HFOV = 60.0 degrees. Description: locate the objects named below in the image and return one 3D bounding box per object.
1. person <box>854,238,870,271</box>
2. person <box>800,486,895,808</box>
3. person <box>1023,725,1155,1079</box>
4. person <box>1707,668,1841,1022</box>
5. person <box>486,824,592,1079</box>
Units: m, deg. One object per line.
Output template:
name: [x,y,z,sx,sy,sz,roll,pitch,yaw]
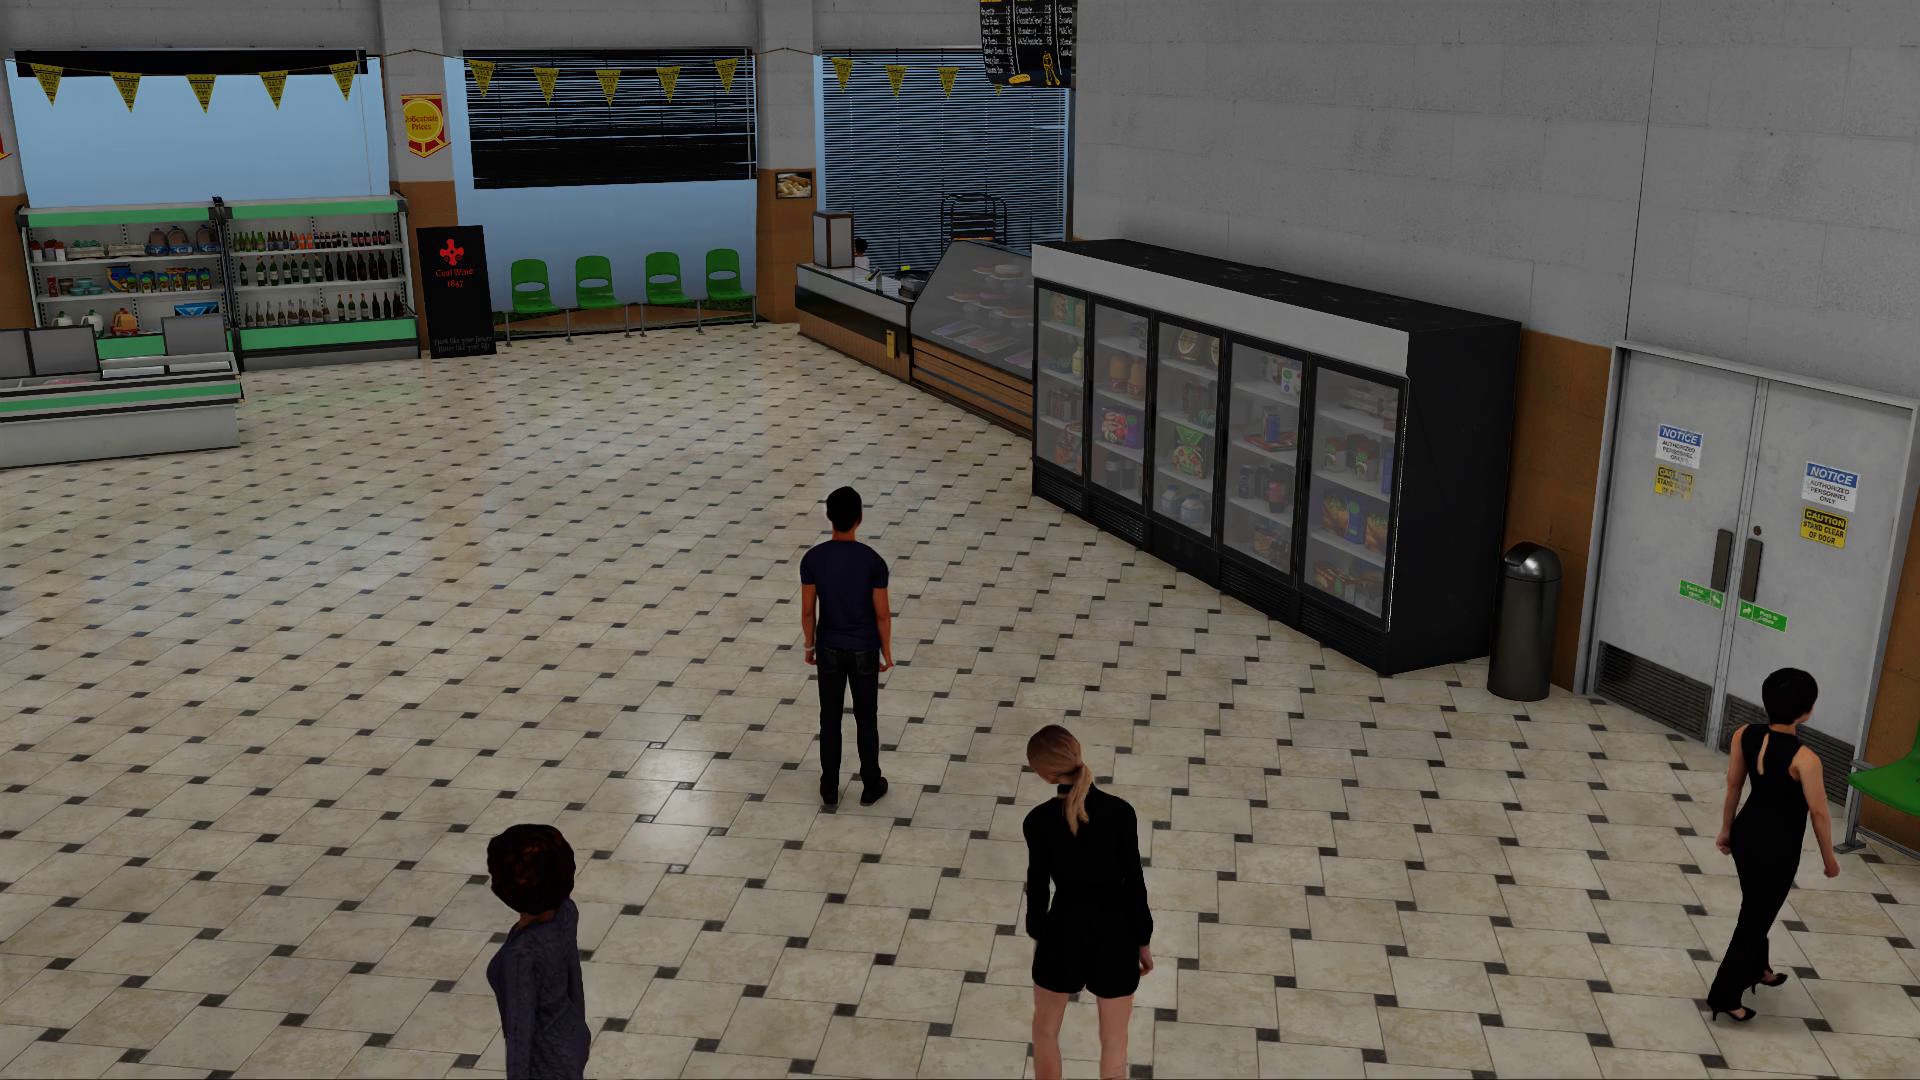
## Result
person: [-1.446,-3.773,24.276,0.612,1.259,0.511,15,23,41]
person: [-0.615,0.585,9.005,0.635,1.793,0.777,1,17,2]
person: [0.514,1.514,6.047,0.652,1.735,0.793,6,18,19]
person: [3.318,1.313,6.962,0.788,1.588,0.642,-5,18,-16]
person: [-1.253,1.730,5.414,1.094,1.688,0.939,2,17,8]
